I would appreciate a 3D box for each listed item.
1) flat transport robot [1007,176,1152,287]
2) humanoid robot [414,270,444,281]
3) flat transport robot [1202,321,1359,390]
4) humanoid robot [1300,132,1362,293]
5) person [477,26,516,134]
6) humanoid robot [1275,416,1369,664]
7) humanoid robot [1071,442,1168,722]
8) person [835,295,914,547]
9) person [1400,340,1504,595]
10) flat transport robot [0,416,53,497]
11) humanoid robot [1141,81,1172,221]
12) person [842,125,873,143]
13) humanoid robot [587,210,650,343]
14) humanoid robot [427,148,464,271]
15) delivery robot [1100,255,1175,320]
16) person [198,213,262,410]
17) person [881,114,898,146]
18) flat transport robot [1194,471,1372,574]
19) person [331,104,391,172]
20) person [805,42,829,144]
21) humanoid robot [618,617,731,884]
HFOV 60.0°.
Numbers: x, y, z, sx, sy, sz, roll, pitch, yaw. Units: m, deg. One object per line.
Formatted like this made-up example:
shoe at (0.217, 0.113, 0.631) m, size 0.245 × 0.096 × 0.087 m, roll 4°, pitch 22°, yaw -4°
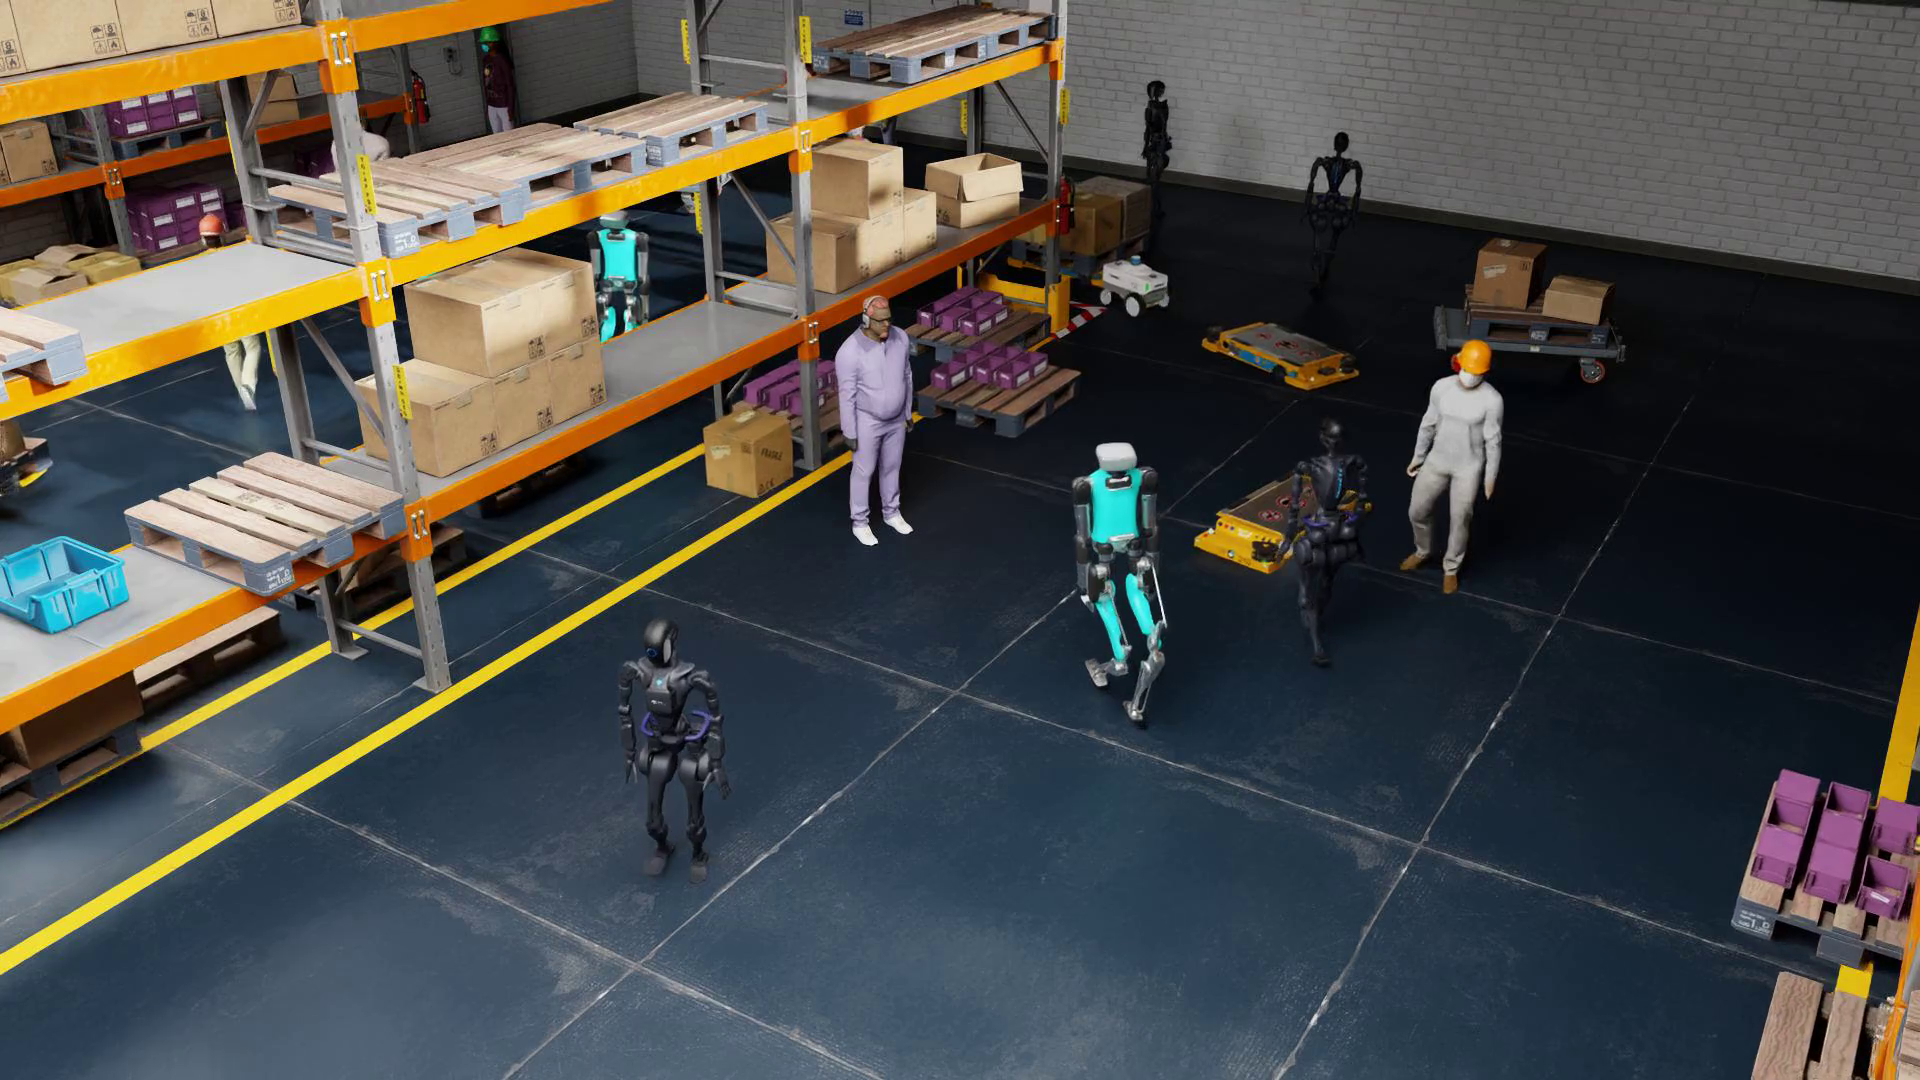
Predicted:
flat transport robot at (1.283, -3.030, 18.168) m, size 1.431 × 0.231 × 0.659 m, roll 20°, pitch 33°, yaw 34°
humanoid robot at (-4.276, -1.997, 14.552) m, size 0.994 × 1.775 × 0.534 m, roll -23°, pitch 35°, yaw -37°
flat transport robot at (3.006, -1.756, 15.658) m, size 0.659 × 0.231 × 1.431 m, roll -17°, pitch 32°, yaw -30°
humanoid robot at (3.898, -3.439, 17.496) m, size 0.611 × 1.636 × 0.798 m, roll 5°, pitch 27°, yaw 10°
person at (-5.903, -5.602, 21.380) m, size 0.501 × 1.949 × 0.423 m, roll 18°, pitch 32°, yaw 31°
humanoid robot at (2.349, -0.002, 10.690) m, size 0.608 × 1.666 × 0.639 m, roll -8°, pitch 28°, yaw -15°
humanoid robot at (0.986, 0.305, 9.948) m, size 0.550 × 1.718 × 0.980 m, roll -6°, pitch 28°, yaw -12°
person at (-0.589, -0.874, 12.129) m, size 0.633 × 1.900 × 0.401 m, roll -22°, pitch 34°, yaw -37°
person at (3.396, -0.517, 11.440) m, size 0.615 × 1.877 × 0.467 m, roll 18°, pitch 32°, yaw 31°
flat transport robot at (-7.836, -0.331, 12.851) m, size 0.659 × 0.231 × 1.431 m, roll 5°, pitch 27°, yaw 9°
humanoid robot at (2.344, -4.651, 19.816) m, size 0.360 × 1.646 × 0.613 m, roll -7°, pitch 28°, yaw -13°
person at (-1.082, -3.752, 17.912) m, size 0.539 × 1.788 × 0.927 m, roll 11°, pitch 29°, yaw 20°
humanoid robot at (-2.965, -1.840, 14.286) m, size 0.547 × 1.869 × 0.829 m, roll 2°, pitch 27°, yaw 4°
humanoid robot at (-5.194, -3.134, 16.825) m, size 0.603 × 1.651 × 0.438 m, roll 1°, pitch 27°, yaw 2°
delivery robot at (1.805, -2.594, 17.014) m, size 0.499 × 0.614 × 0.808 m, roll -19°, pitch 33°, yaw -33°
person at (-6.339, -1.967, 14.450) m, size 0.567 × 1.734 × 0.641 m, roll -4°, pitch 27°, yaw -9°
person at (-0.926, -5.352, 21.232) m, size 0.265 × 1.631 × 0.506 m, roll 3°, pitch 27°, yaw 7°
flat transport robot at (2.449, -0.156, 12.506) m, size 0.659 × 0.231 × 1.431 m, roll 23°, pitch 35°, yaw 37°
person at (-6.191, -3.595, 17.456) m, size 0.646 × 1.918 × 0.449 m, roll 2°, pitch 27°, yaw 4°
person at (-1.972, -5.463, 21.256) m, size 0.529 × 1.808 × 0.649 m, roll 20°, pitch 33°, yaw 34°
humanoid robot at (-1.452, 1.081, 8.525) m, size 0.584 × 1.641 × 0.412 m, roll 5°, pitch 27°, yaw 9°
